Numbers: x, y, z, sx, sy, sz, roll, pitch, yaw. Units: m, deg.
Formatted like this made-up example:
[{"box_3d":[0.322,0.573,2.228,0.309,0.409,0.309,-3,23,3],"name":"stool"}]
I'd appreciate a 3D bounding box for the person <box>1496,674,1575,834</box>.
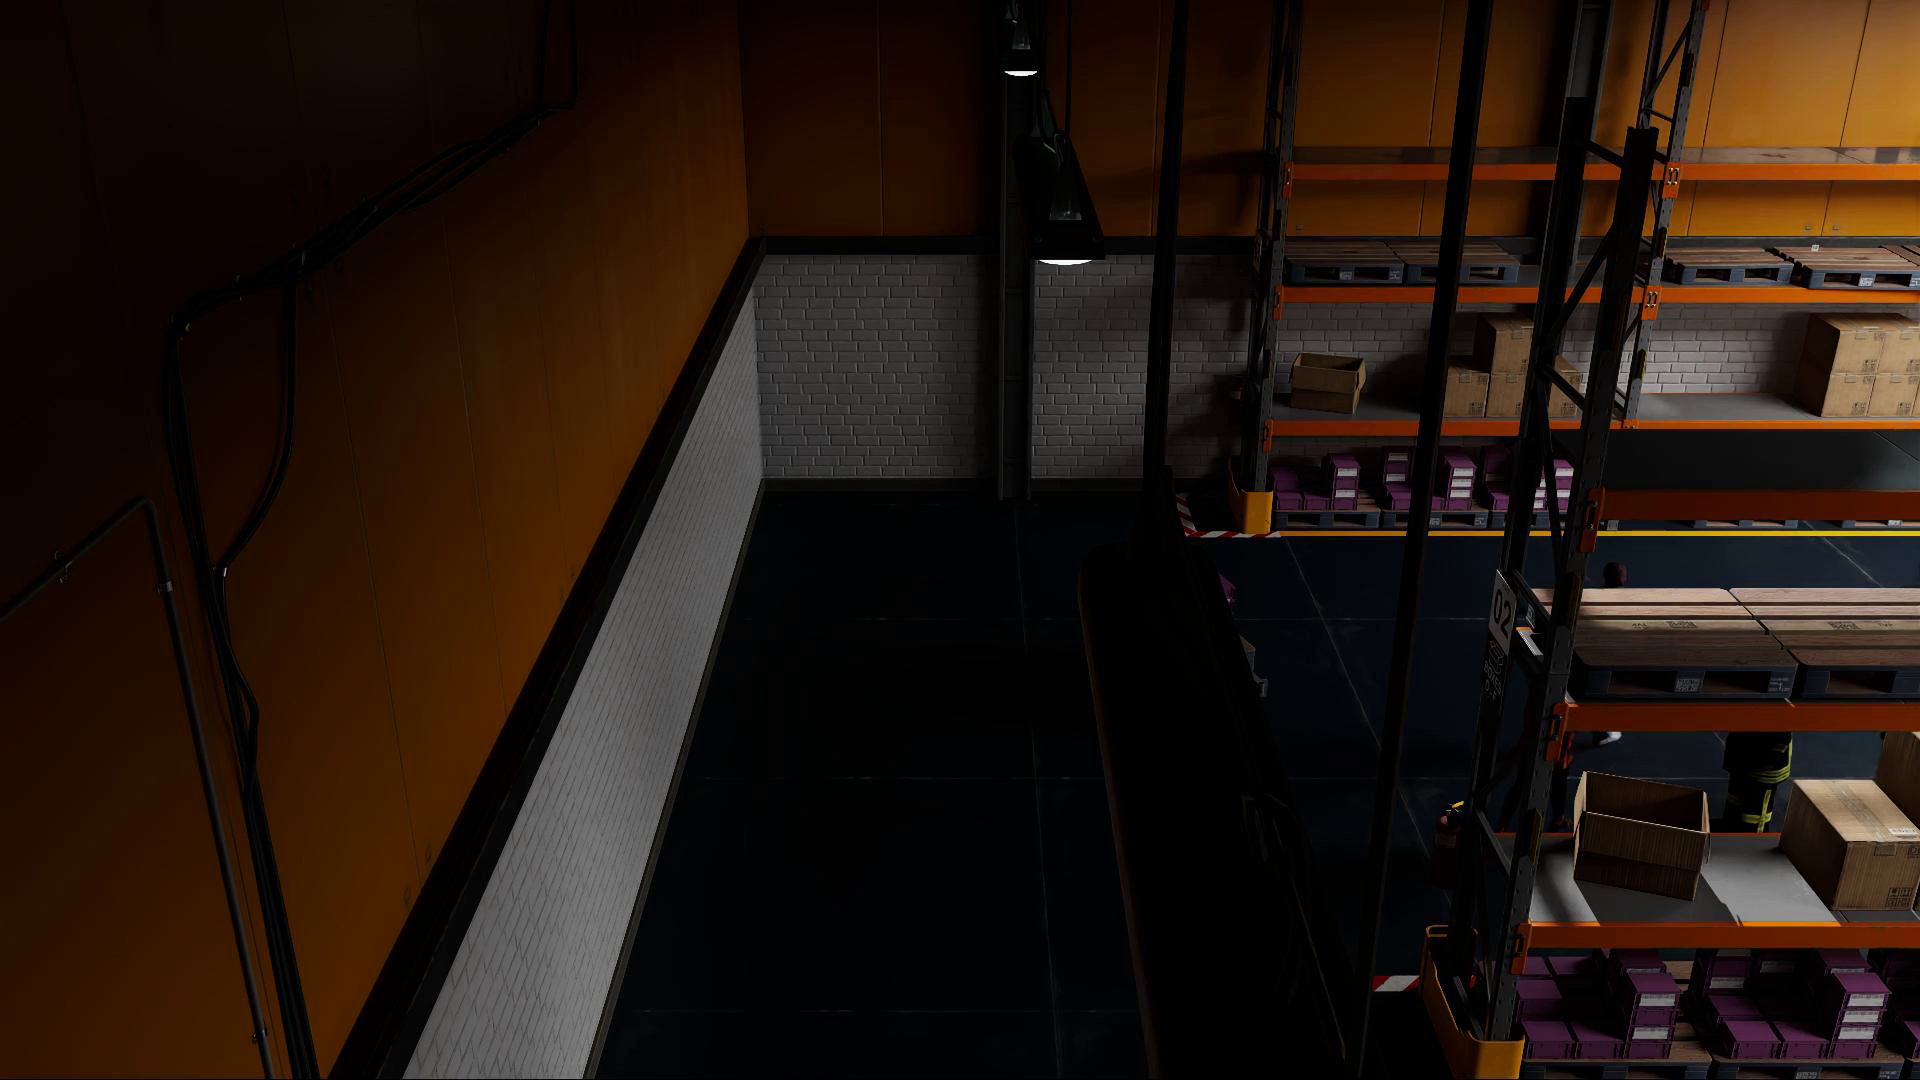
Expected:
[{"box_3d":[4.408,1.608,12.712,1.096,1.669,0.964,-15,28,-31],"name":"person"}]
